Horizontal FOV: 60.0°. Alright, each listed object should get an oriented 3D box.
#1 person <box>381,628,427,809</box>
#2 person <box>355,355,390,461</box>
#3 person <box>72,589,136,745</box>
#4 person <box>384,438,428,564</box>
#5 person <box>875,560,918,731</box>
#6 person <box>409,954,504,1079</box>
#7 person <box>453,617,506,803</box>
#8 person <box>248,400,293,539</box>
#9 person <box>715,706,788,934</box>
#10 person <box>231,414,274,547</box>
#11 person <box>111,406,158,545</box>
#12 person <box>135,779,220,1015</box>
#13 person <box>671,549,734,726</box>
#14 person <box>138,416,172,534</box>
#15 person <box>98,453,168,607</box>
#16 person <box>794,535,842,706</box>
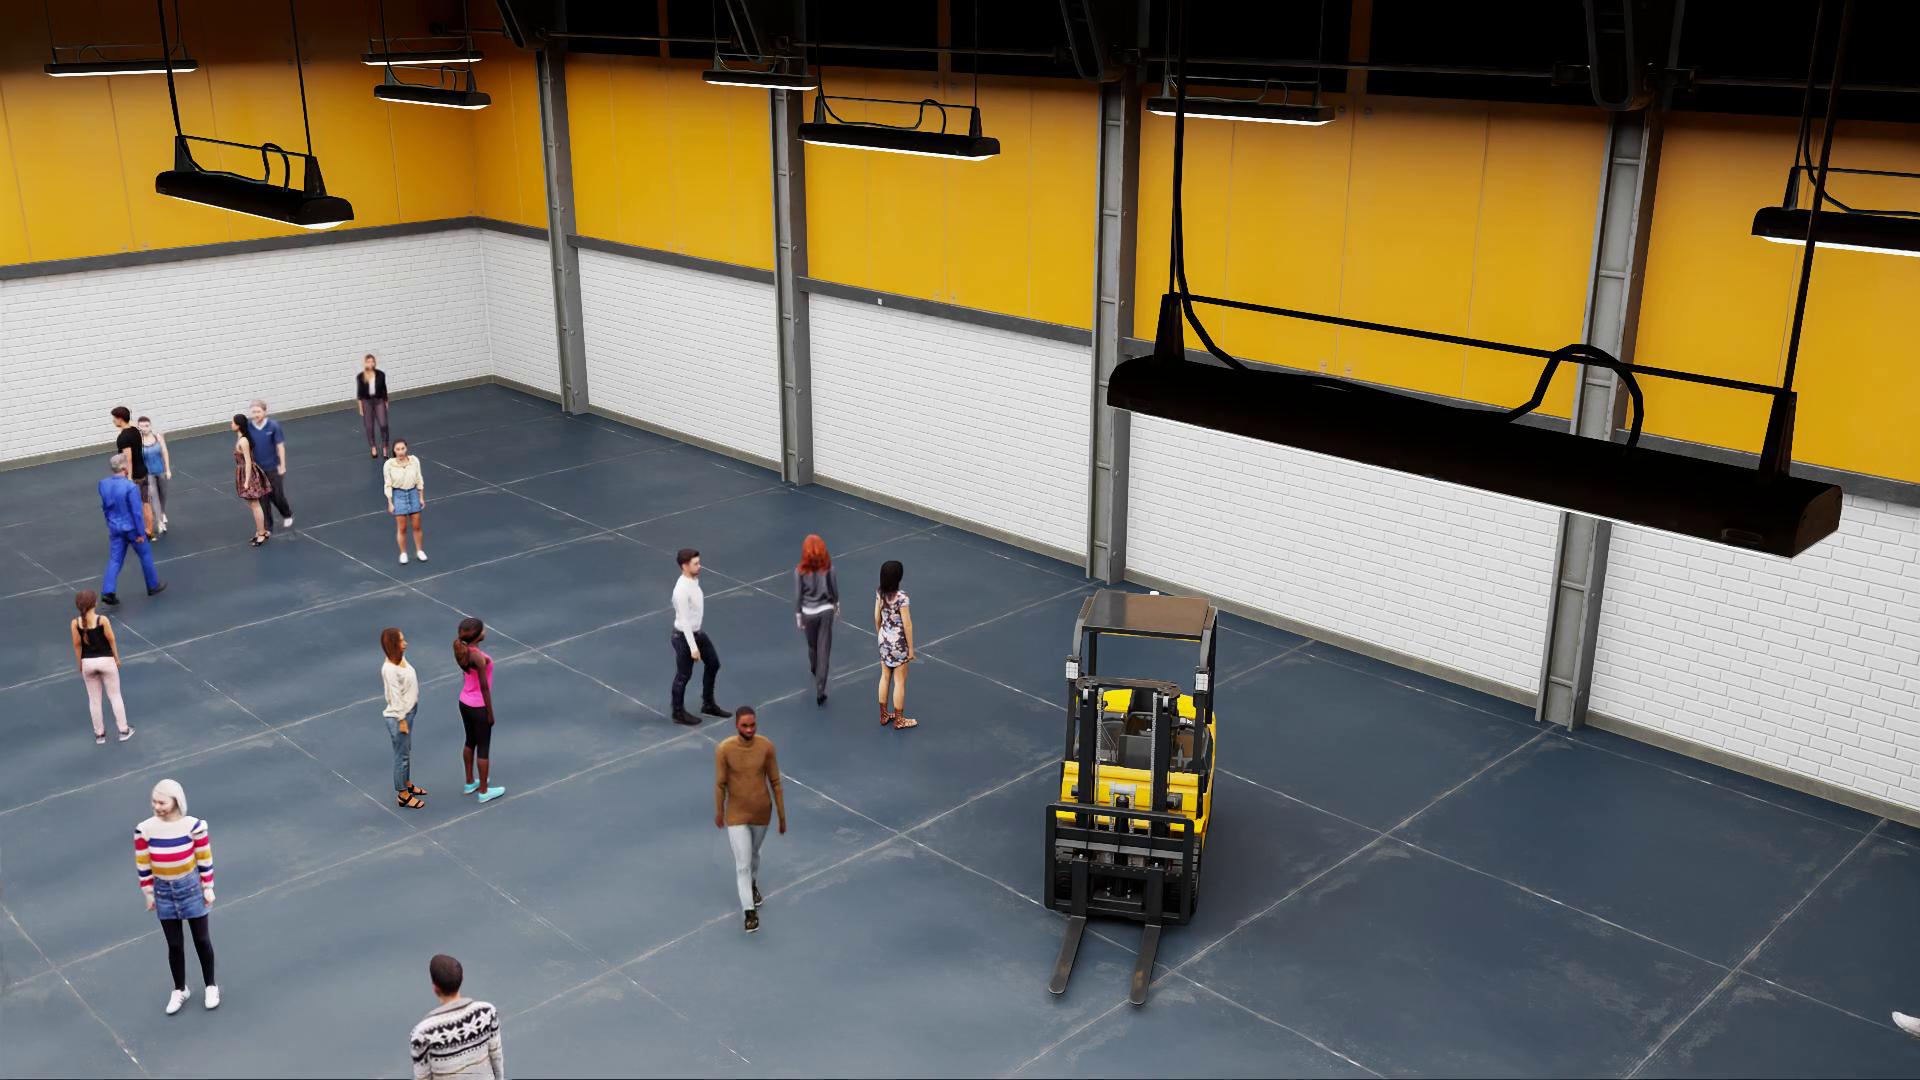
[{"bbox_3d":[-5.023,1.573,14.915,0.762,1.683,0.665,-3,19,-10],"label":"person"},{"bbox_3d":[-9.118,-2.071,25.784,0.741,1.654,0.809,-8,20,-22],"label":"person"},{"bbox_3d":[-8.372,1.215,16.166,0.615,1.564,0.638,-5,19,-14],"label":"person"},{"bbox_3d":[-7.060,-0.515,21.202,0.694,1.628,0.628,-11,21,-29],"label":"person"},{"bbox_3d":[-0.660,1.025,16.465,0.433,1.733,0.660,17,25,41],"label":"person"},{"bbox_3d":[-2.832,3.286,9.586,0.761,1.838,0.910,-13,23,-34],"label":"person"},{"bbox_3d":[-4.387,1.511,15.041,0.591,1.721,0.472,-17,25,-41],"label":"person"},{"bbox_3d":[-9.266,-0.974,22.209,0.886,1.856,0.960,-4,19,-11],"label":"person"},{"bbox_3d":[-1.686,2.120,13.148,1.000,1.776,1.210,-6,19,-17],"label":"person"},{"bbox_3d":[-9.323,-0.792,21.797,0.834,1.773,0.742,-7,20,-21],"label":"person"},{"bbox_3d":[-10.791,-0.861,21.882,0.891,1.850,0.822,-1,19,-3],"label":"person"},{"bbox_3d":[-5.574,2.523,11.901,0.721,1.807,0.728,-3,19,-10],"label":"person"},{"bbox_3d":[-2.778,0.957,16.485,0.972,1.849,0.890,3,19,9],"label":"person"},{"bbox_3d":[-10.860,-0.894,22.430,0.701,1.563,1.115,-12,22,-32],"label":"person"},{"bbox_3d":[-9.942,-0.090,19.679,1.220,1.795,1.190,3,19,10],"label":"person"},{"bbox_3d":[-1.454,0.848,16.995,1.085,1.731,1.164,0,19,-1],"label":"person"}]
